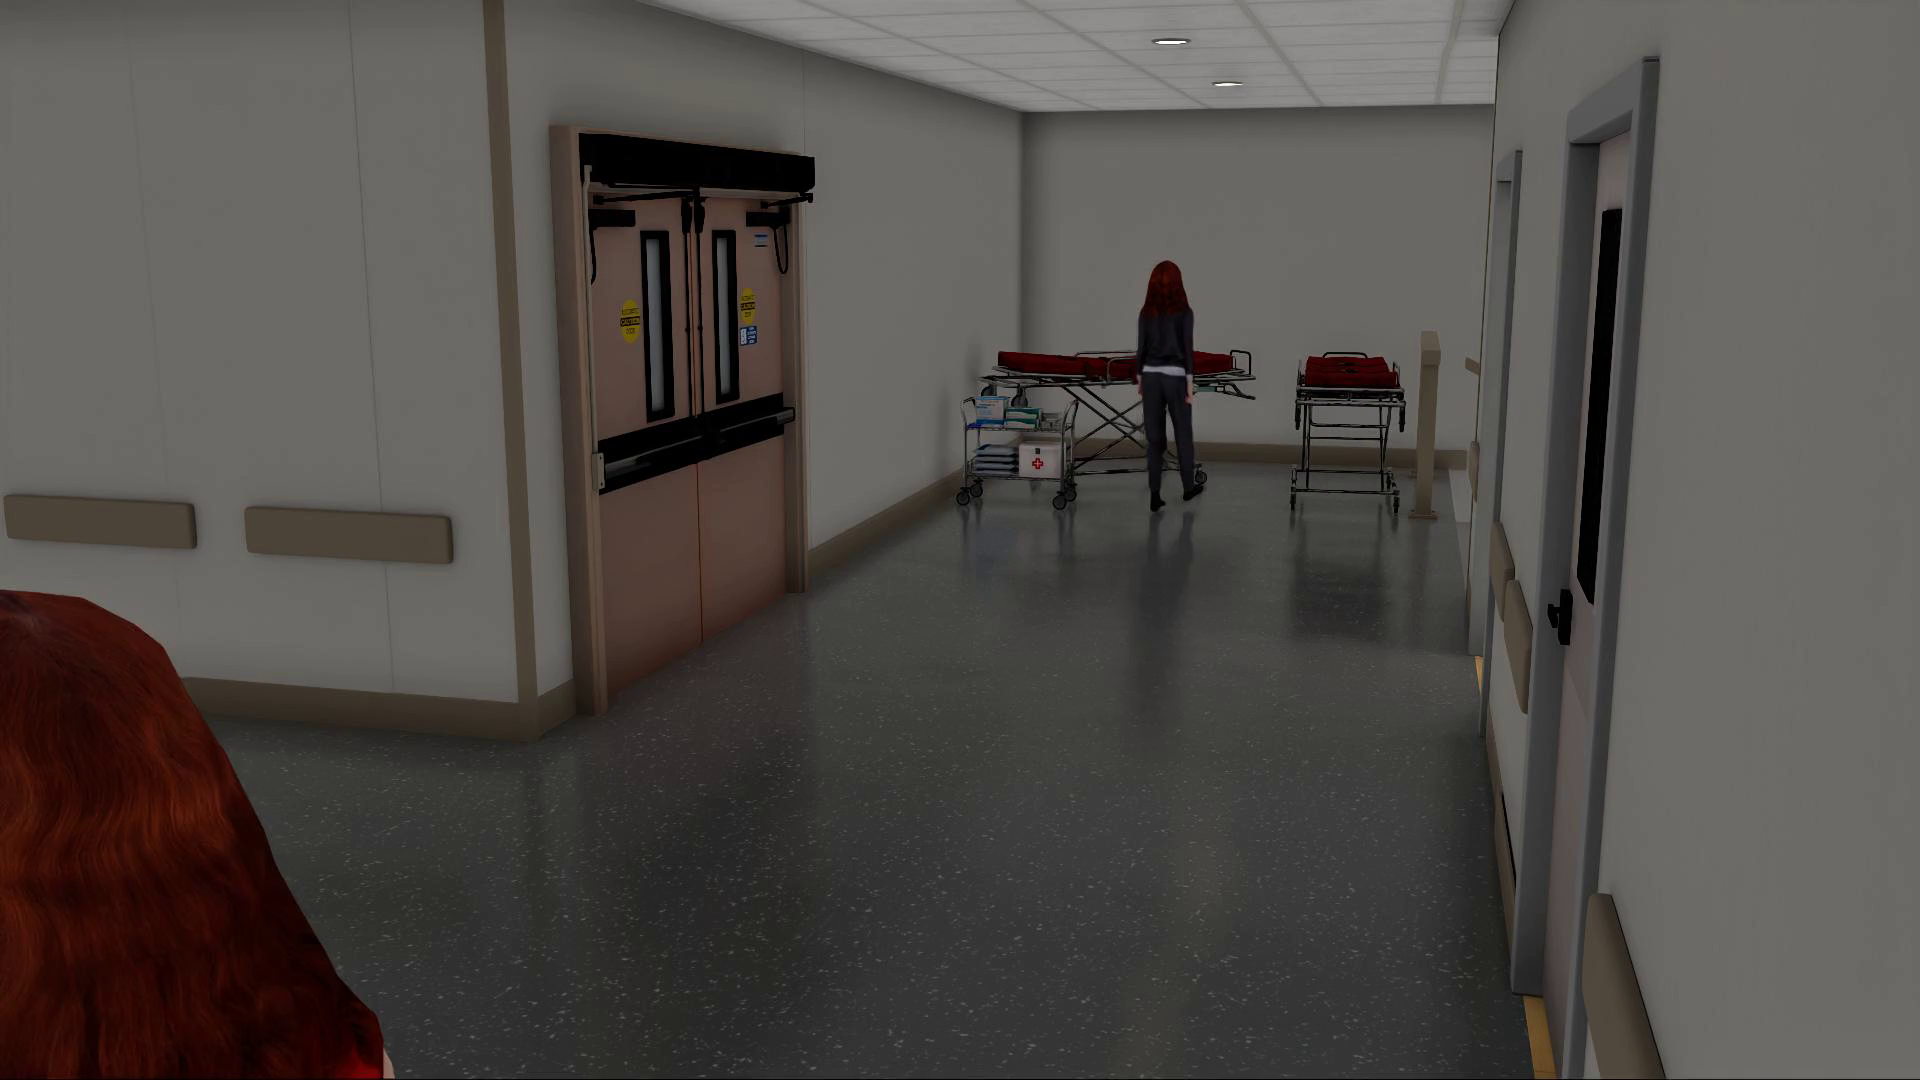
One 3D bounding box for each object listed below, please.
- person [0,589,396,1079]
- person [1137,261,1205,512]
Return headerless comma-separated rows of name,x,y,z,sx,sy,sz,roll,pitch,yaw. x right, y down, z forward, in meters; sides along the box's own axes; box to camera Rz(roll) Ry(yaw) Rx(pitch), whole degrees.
person,-0.502,0.928,1.093,0.714,1.823,0.581,8,13,36
person,1.430,-1.069,11.785,0.717,1.760,0.945,5,12,26
